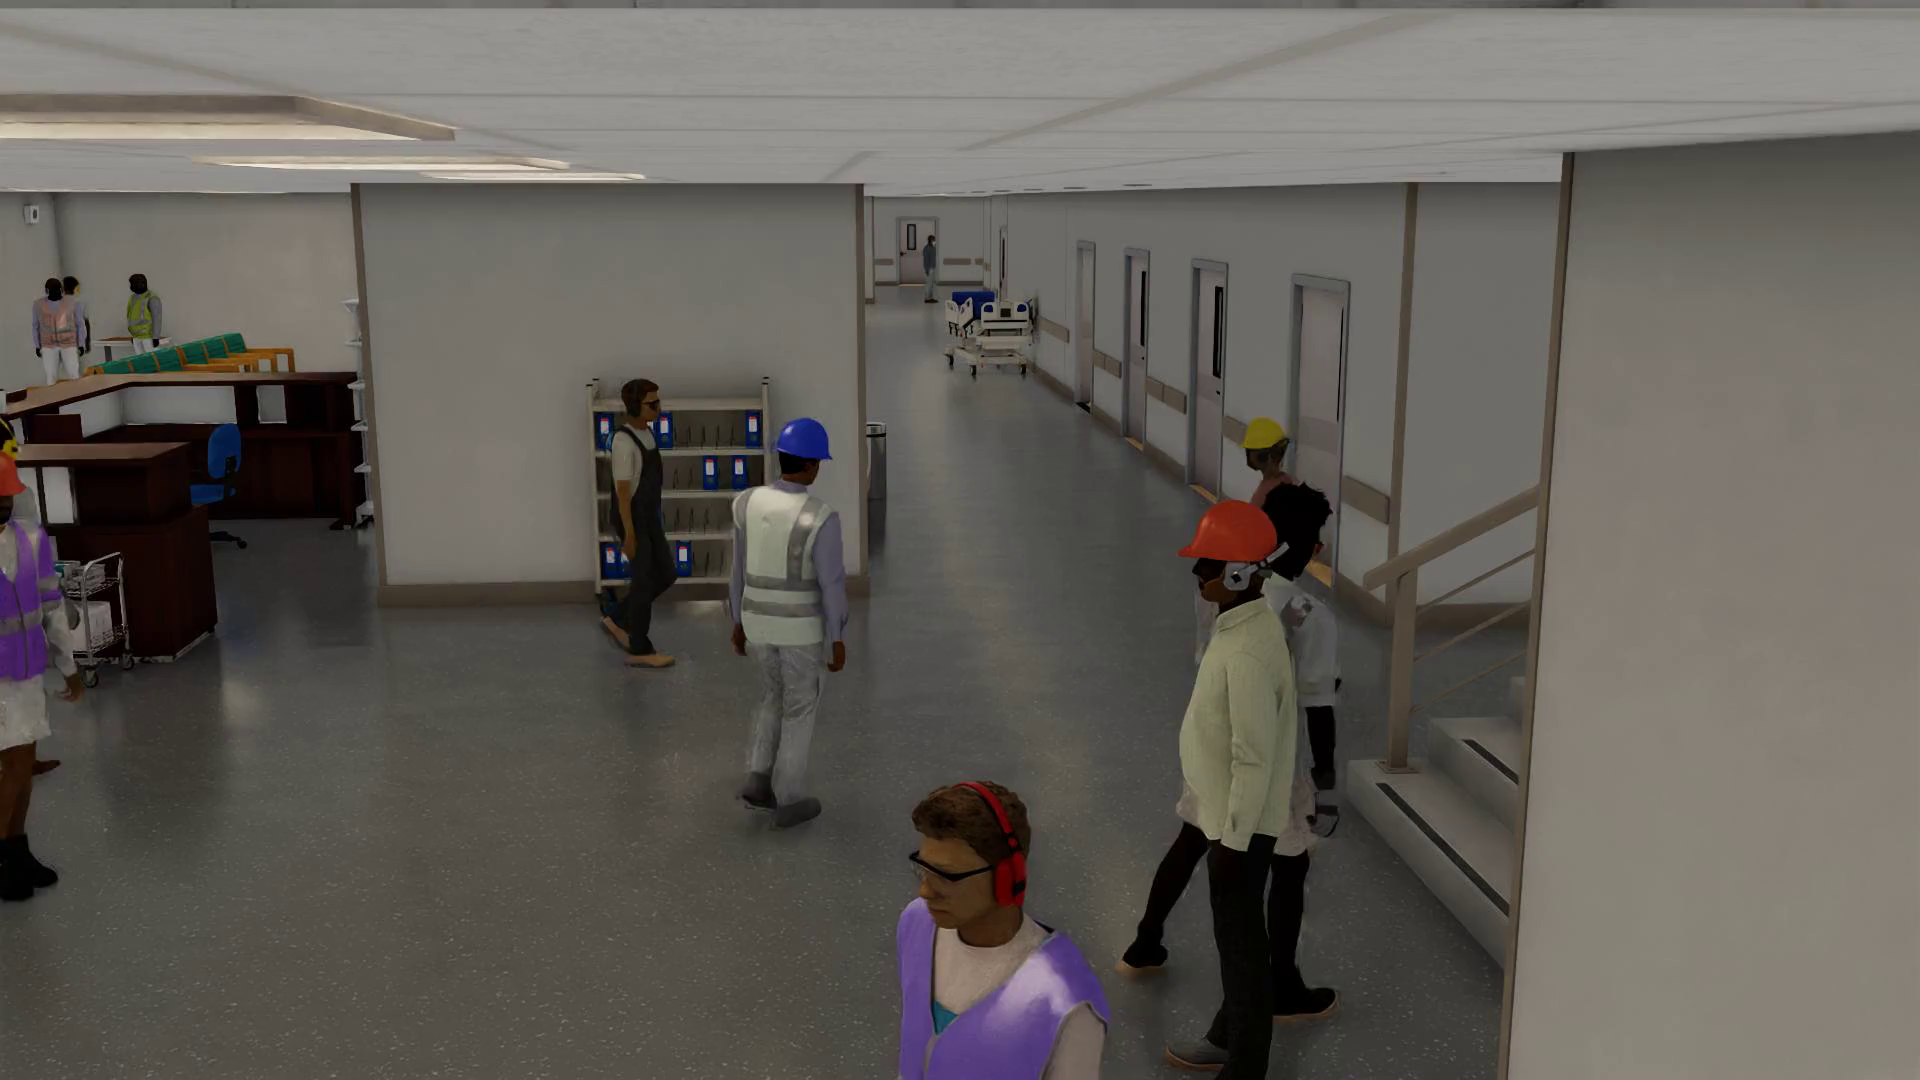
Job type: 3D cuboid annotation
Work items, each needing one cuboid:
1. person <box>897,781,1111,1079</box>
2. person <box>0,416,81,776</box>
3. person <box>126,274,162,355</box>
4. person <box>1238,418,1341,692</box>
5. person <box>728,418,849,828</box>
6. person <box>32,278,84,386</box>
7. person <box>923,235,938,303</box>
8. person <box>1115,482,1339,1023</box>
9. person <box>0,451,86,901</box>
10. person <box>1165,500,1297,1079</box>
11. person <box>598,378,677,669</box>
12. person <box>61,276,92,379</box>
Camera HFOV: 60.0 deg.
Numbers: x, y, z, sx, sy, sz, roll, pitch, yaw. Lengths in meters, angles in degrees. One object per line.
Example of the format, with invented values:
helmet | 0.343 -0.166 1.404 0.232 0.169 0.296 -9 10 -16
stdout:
person | 0.076 1.343 3.302 0.376 1.836 0.564 -8 14 -35
person | -4.770 0.303 8.372 0.543 1.849 0.429 5 13 24
person | -12.040 -3.005 24.552 0.619 1.839 0.430 7 13 31
person | 1.759 0.205 9.094 0.542 1.747 0.529 5 13 24
person | -0.775 0.395 7.711 0.629 1.924 0.443 8 14 33
person | -12.450 -2.688 22.985 0.634 1.842 0.429 -4 12 -20
person | -0.846 -7.697 47.263 0.369 1.924 0.640 5 13 24
person | 0.999 0.754 5.940 0.583 1.939 0.840 -9 15 -39
person | -3.968 0.555 6.956 0.514 1.919 0.546 4 12 19
person | 0.862 0.858 5.281 0.382 1.994 0.613 1 12 6
person | -2.008 -0.100 10.361 0.459 1.829 0.540 2 12 8
person | -12.627 -2.818 23.616 0.559 1.851 0.375 -11 16 -43
